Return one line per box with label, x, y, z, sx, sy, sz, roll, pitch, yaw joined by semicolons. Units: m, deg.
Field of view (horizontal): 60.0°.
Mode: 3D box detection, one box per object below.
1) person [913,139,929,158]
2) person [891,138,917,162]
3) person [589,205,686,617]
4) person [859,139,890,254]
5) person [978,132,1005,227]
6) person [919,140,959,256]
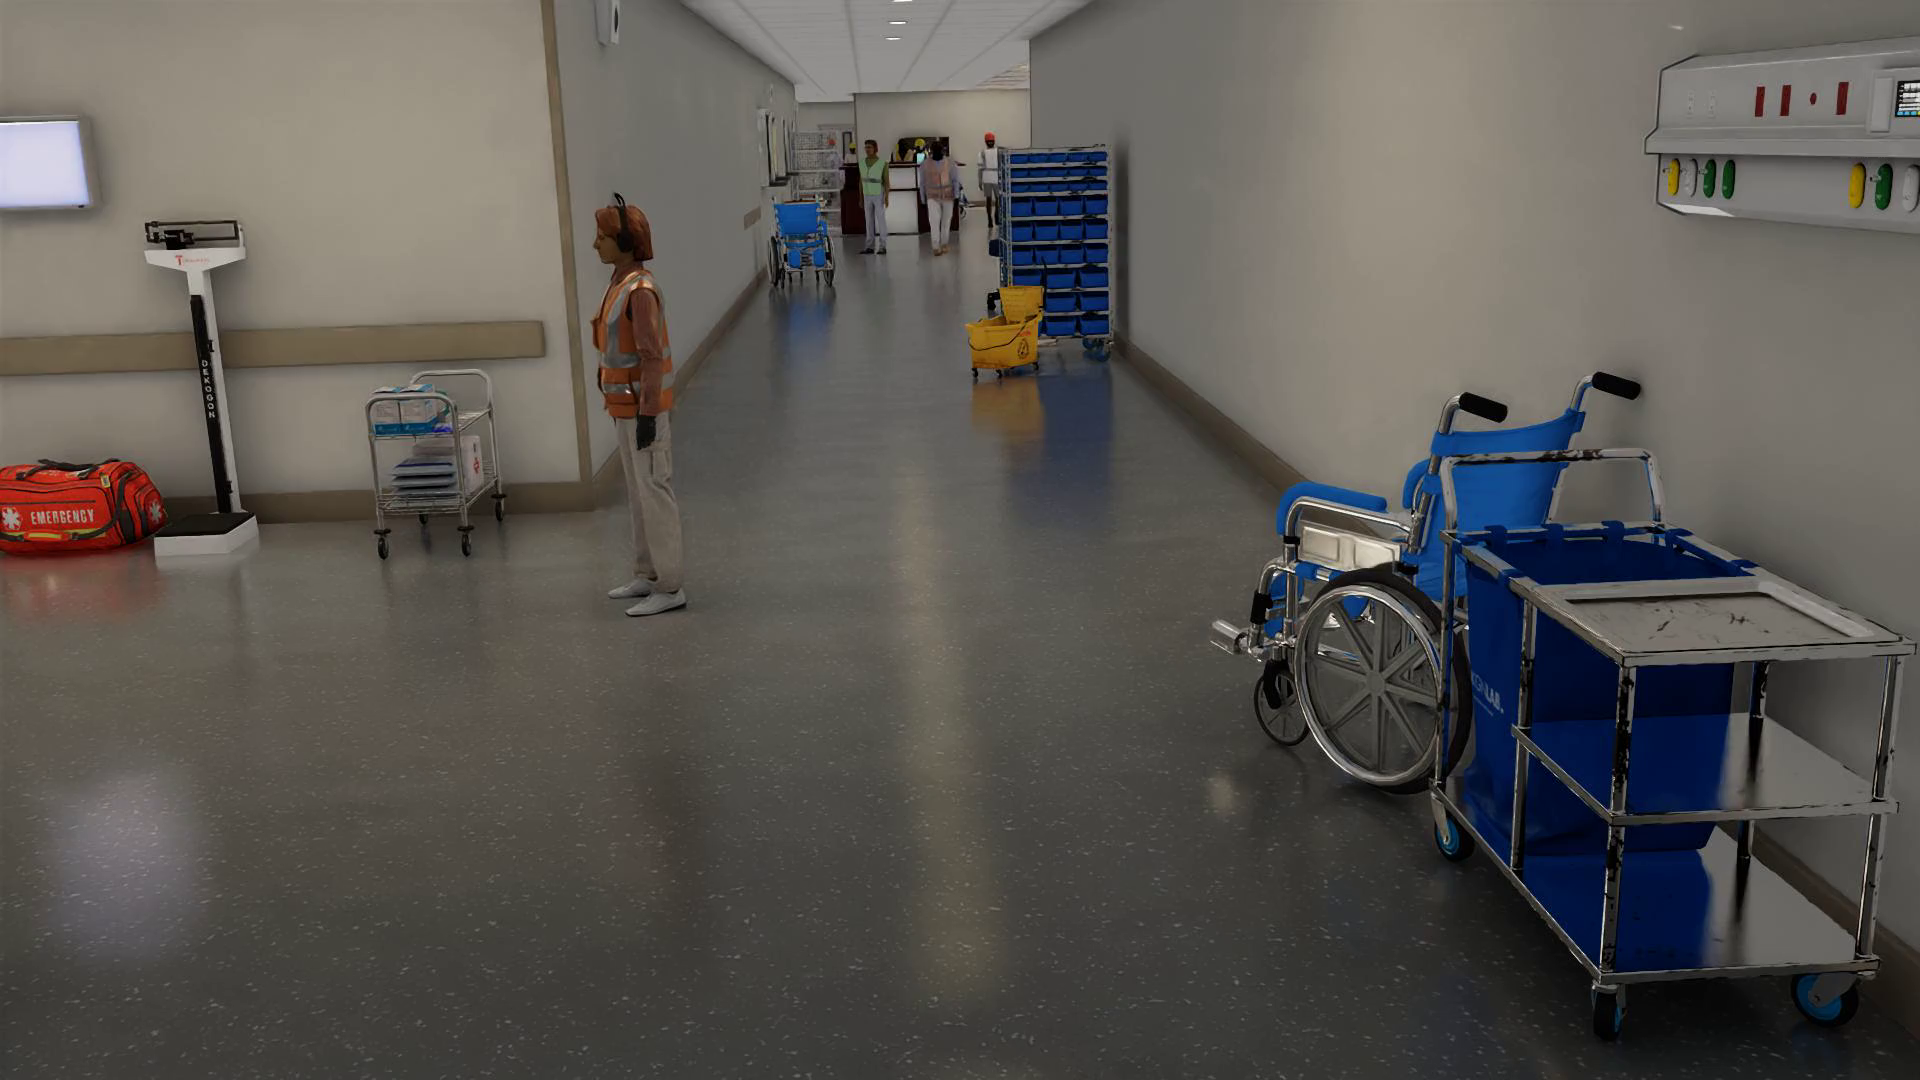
person;-0.897;-8.565;39.358;0.404;1.820;0.594;-4;14;-11
person;-1.280;-8.251;38.073;0.624;1.841;0.430;0;14;6
person;-1.299;-0.518;6.704;0.306;1.640;0.522;-7;15;-22
person;-1.392;-5.605;27.189;0.564;1.847;0.396;7;16;30
person;0.648;-7.383;34.105;0.565;1.918;0.408;-2;14;0
person;-0.329;-5.470;26.603;0.623;1.809;0.885;-3;14;-6
